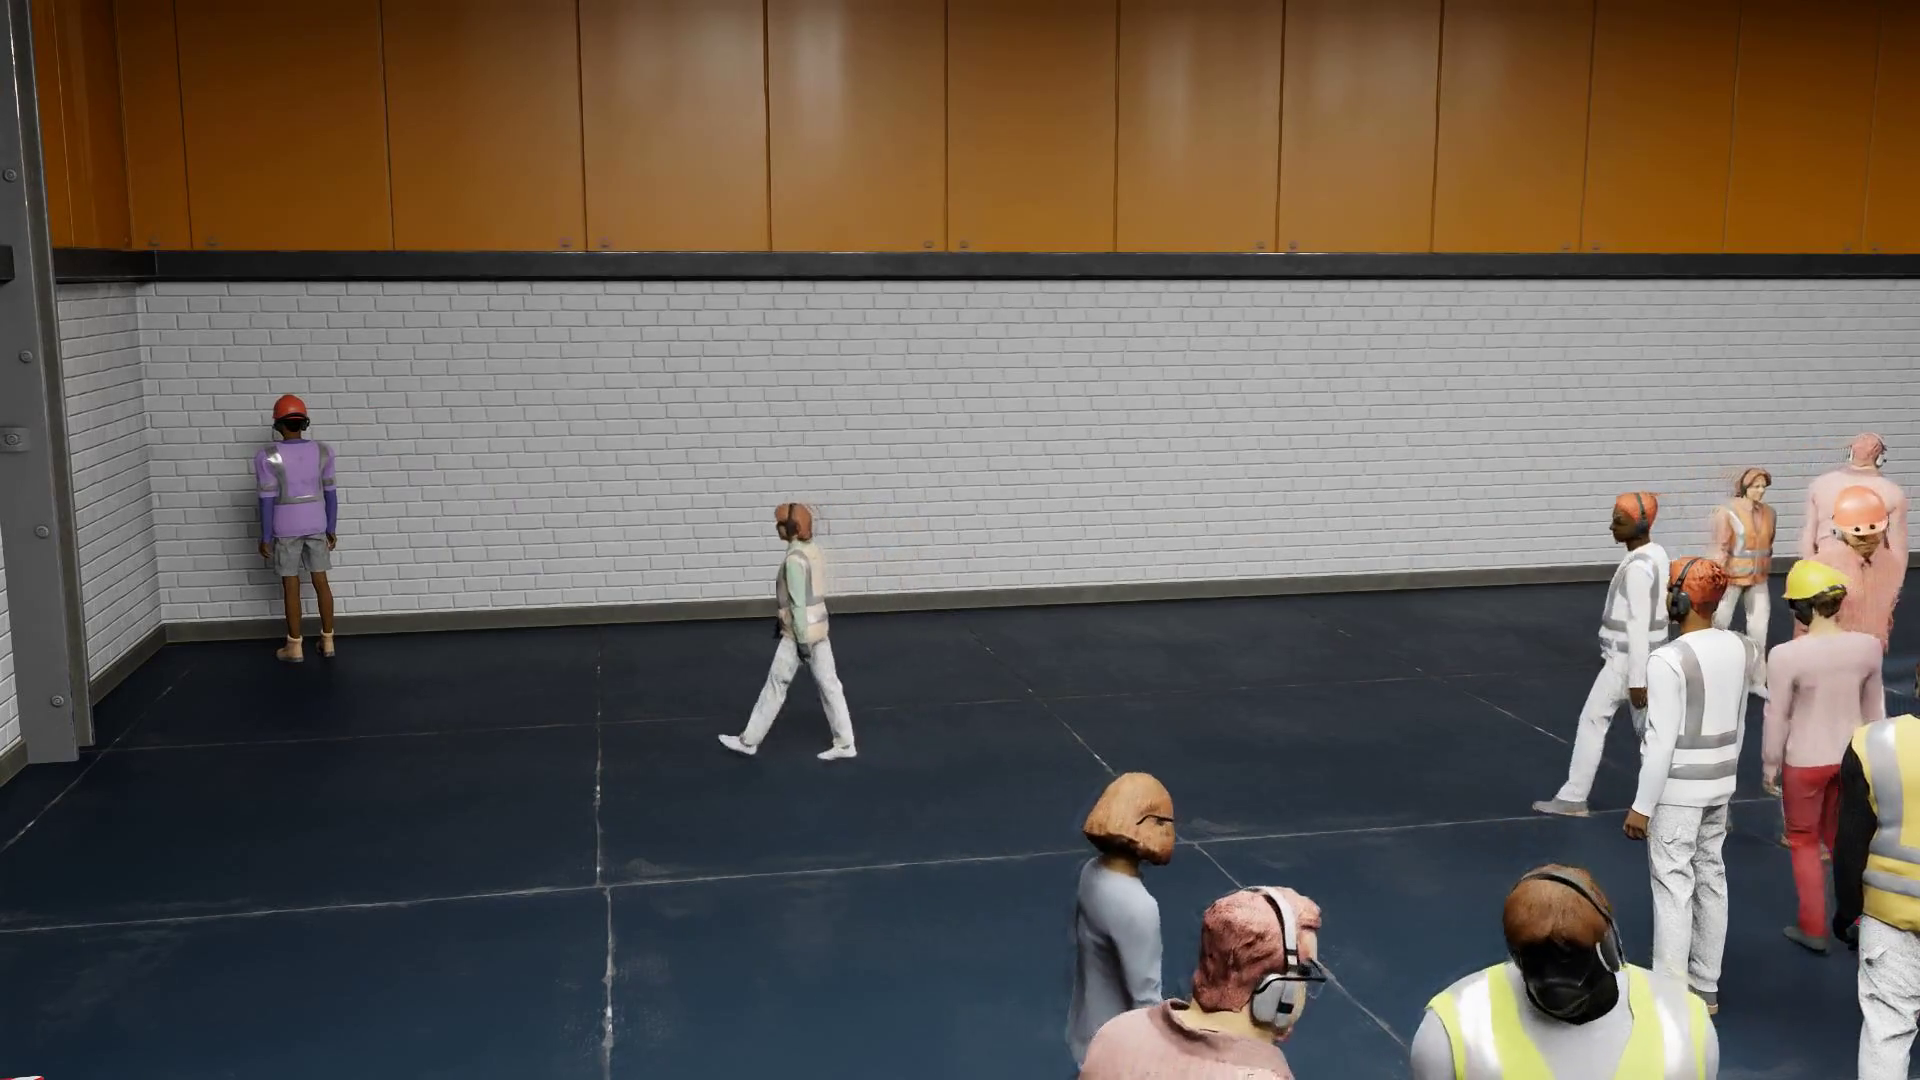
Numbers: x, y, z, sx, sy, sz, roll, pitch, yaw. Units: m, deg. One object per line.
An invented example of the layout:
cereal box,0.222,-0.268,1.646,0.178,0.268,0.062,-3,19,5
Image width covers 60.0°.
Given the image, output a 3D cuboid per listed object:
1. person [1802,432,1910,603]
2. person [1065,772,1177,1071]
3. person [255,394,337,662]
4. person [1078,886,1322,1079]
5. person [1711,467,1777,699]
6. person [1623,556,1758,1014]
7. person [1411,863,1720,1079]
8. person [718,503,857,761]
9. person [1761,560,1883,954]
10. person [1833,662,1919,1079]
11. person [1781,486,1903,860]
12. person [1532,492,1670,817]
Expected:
person,6.108,0.209,11.339,0.420,1.892,0.674,-7,12,-37
person,0.356,1.447,4.653,0.603,1.609,0.527,-1,9,-6
person,-5.060,-0.088,12.704,0.371,2.044,0.607,9,13,44
person,0.511,1.558,3.173,0.736,1.868,0.677,-7,12,-37
person,5.519,0.272,11.820,0.518,1.613,0.750,-2,10,-12
person,2.868,0.996,6.589,0.574,1.883,0.355,-6,11,-31
person,1.245,1.562,3.374,0.645,1.811,0.827,1,9,9
person,-1.029,0.567,10.084,0.868,1.593,0.511,2,10,13
person,3.739,0.958,7.217,0.550,1.741,0.446,-1,9,-5
person,3.163,1.216,5.388,0.619,1.838,0.430,5,10,27
person,4.396,0.687,8.265,0.632,1.947,0.713,-1,9,-8
person,3.632,0.649,8.902,0.936,1.848,0.578,7,11,36
